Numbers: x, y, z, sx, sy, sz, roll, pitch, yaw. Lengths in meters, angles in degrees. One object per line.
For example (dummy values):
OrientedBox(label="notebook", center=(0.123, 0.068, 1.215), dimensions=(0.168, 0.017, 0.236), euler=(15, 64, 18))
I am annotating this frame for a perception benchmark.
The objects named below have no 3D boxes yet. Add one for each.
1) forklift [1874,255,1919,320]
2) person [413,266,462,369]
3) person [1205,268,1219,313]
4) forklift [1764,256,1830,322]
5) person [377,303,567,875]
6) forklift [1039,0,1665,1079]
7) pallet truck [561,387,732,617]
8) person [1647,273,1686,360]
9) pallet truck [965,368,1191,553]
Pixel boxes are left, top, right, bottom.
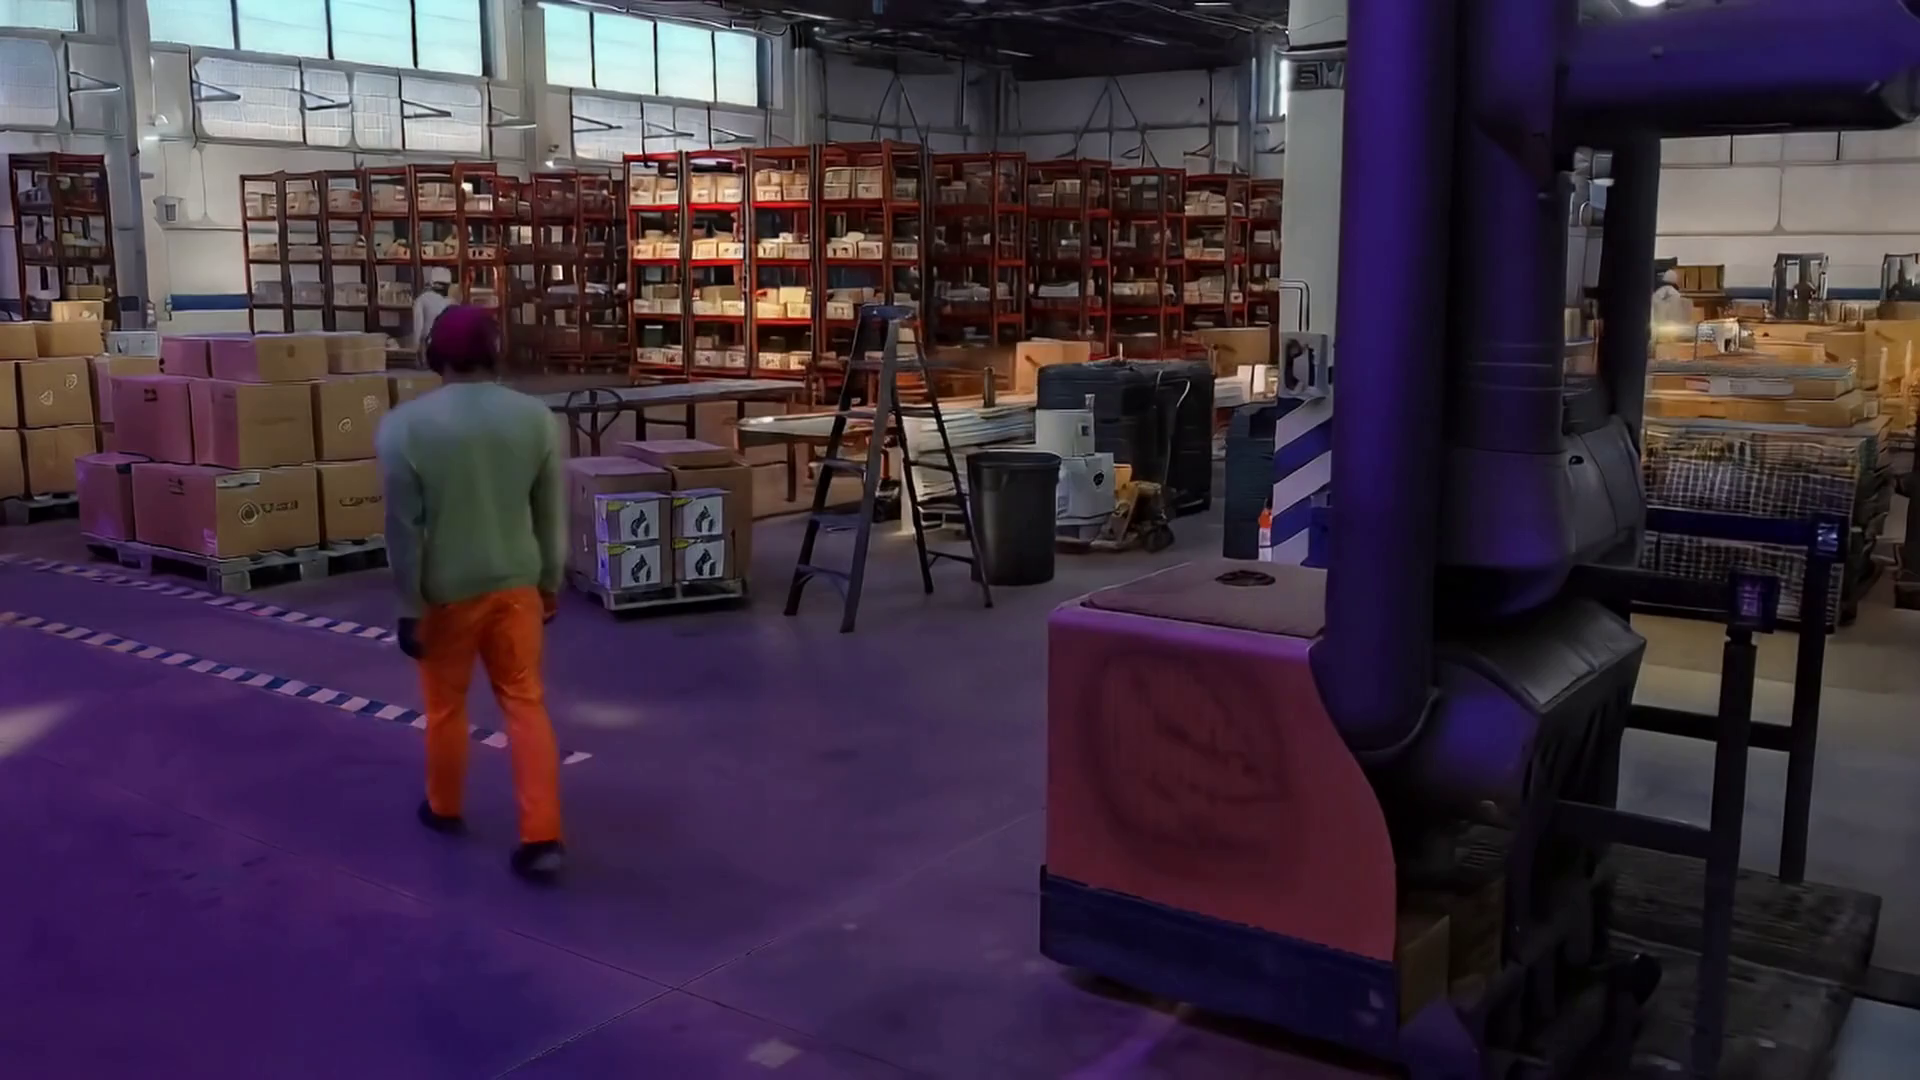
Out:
OrientedBox(label="forklift", center=(22.089, -5.634, 38.796), dimensions=(1.157, 1.987, 2.680), euler=(6, 11, 33))
OrientedBox(label="person", center=(-6.012, -2.226, 19.554), dimensions=(0.981, 1.946, 0.652), euler=(7, 12, 35))
OrientedBox(label="person", center=(6.922, -6.550, 45.712), dimensions=(0.605, 1.812, 0.820), euler=(5, 11, 26))
OrientedBox(label="forklift", center=(20.253, -5.854, 40.139), dimensions=(1.157, 1.987, 2.680), euler=(7, 12, 35))
OrientedBox(label="person", center=(-1.597, 0.159, 5.570), dimensions=(0.651, 1.890, 1.034), euler=(-7, 12, -35))
OrientedBox(label="forklift", center=(1.249, -0.137, 4.360), dimensions=(1.873, 2.768, 1.129), euler=(7, 12, 35))
OrientedBox(label="pallet truck", center=(-1.981, -0.274, 10.088), dimensions=(0.680, 1.201, 1.601), euler=(-5, 11, -28))
OrientedBox(label="person", center=(14.369, -4.545, 33.857), dimensions=(0.923, 1.790, 0.593), euler=(-3, 10, -18))
OrientedBox(label="pallet truck", center=(0.845, -0.609, 11.869), dimensions=(1.630, 1.274, 0.653), euler=(7, 12, 35))
